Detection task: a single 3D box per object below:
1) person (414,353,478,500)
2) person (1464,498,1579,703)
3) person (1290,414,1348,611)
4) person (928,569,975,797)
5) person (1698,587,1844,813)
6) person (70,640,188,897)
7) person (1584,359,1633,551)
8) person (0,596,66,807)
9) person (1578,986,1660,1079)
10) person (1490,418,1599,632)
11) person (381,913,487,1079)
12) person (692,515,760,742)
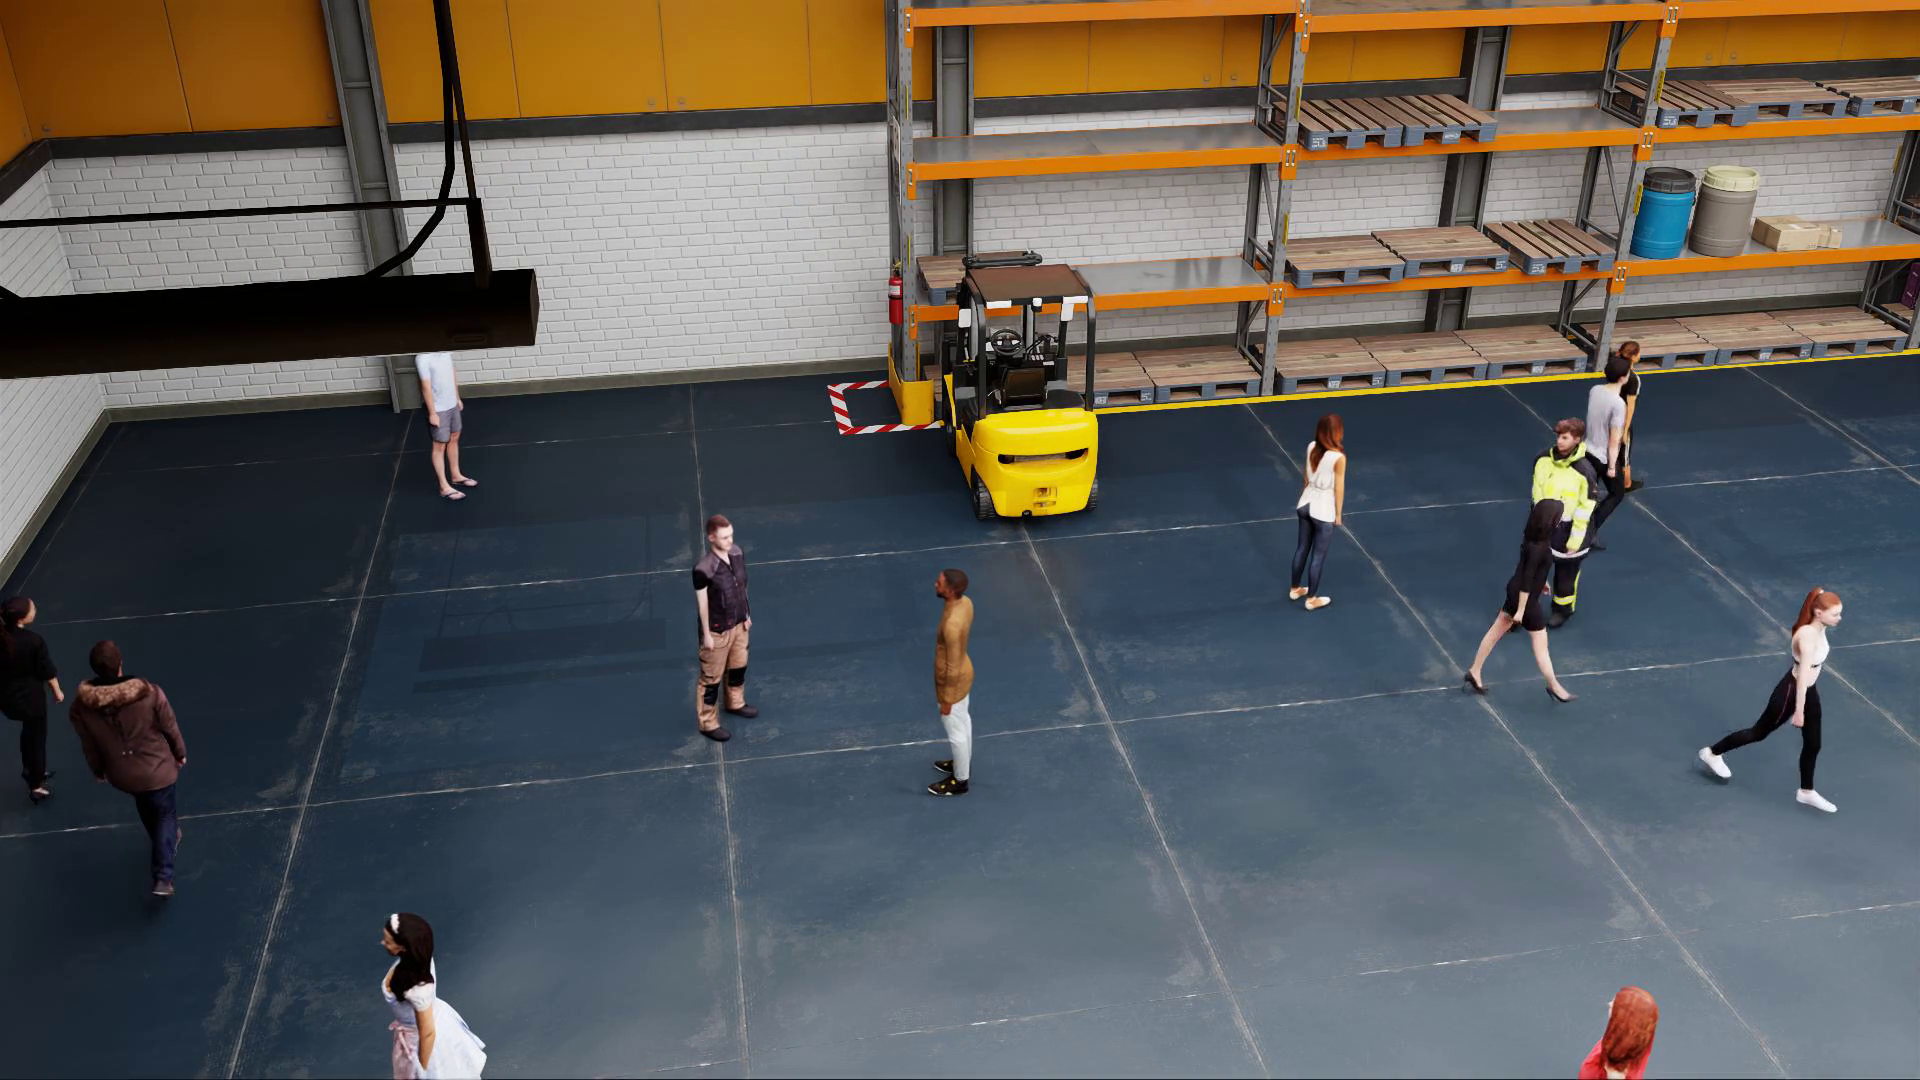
[{"bbox_3d":[-5.010,-1.297,16.000,0.719,1.833,0.730,7,29,13],"label":"person"},{"bbox_3d":[4.252,0.475,12.828,1.167,1.761,0.879,5,29,9],"label":"person"},{"bbox_3d":[3.026,-0.248,14.129,0.652,1.784,0.648,-19,34,-31],"label":"person"},{"bbox_3d":[-0.032,0.997,11.813,0.670,1.816,0.703,5,29,9],"label":"person"},{"bbox_3d":[5.786,1.089,11.764,1.161,1.702,1.175,22,35,34],"label":"person"},{"bbox_3d":[-5.362,1.515,10.864,1.047,1.815,0.812,-5,29,-10],"label":"person"},{"bbox_3d":[5.683,-0.744,14.962,0.626,1.856,0.703,-7,29,-12],"label":"person"},{"bbox_3d":[-6.638,1.155,11.717,0.695,1.630,0.827,-1,29,-2],"label":"person"},{"bbox_3d":[3.207,2.927,8.263,0.725,1.828,0.657,20,34,32],"label":"person"},{"bbox_3d":[5.010,-0.132,13.753,1.257,1.940,1.113,-22,36,-35],"label":"person"},{"bbox_3d":[-2.788,2.671,8.741,0.774,1.818,0.749,-10,30,-18],"label":"person"},{"bbox_3d":[-1.789,0.620,12.482,0.828,1.838,0.769,18,34,30],"label":"person"}]
